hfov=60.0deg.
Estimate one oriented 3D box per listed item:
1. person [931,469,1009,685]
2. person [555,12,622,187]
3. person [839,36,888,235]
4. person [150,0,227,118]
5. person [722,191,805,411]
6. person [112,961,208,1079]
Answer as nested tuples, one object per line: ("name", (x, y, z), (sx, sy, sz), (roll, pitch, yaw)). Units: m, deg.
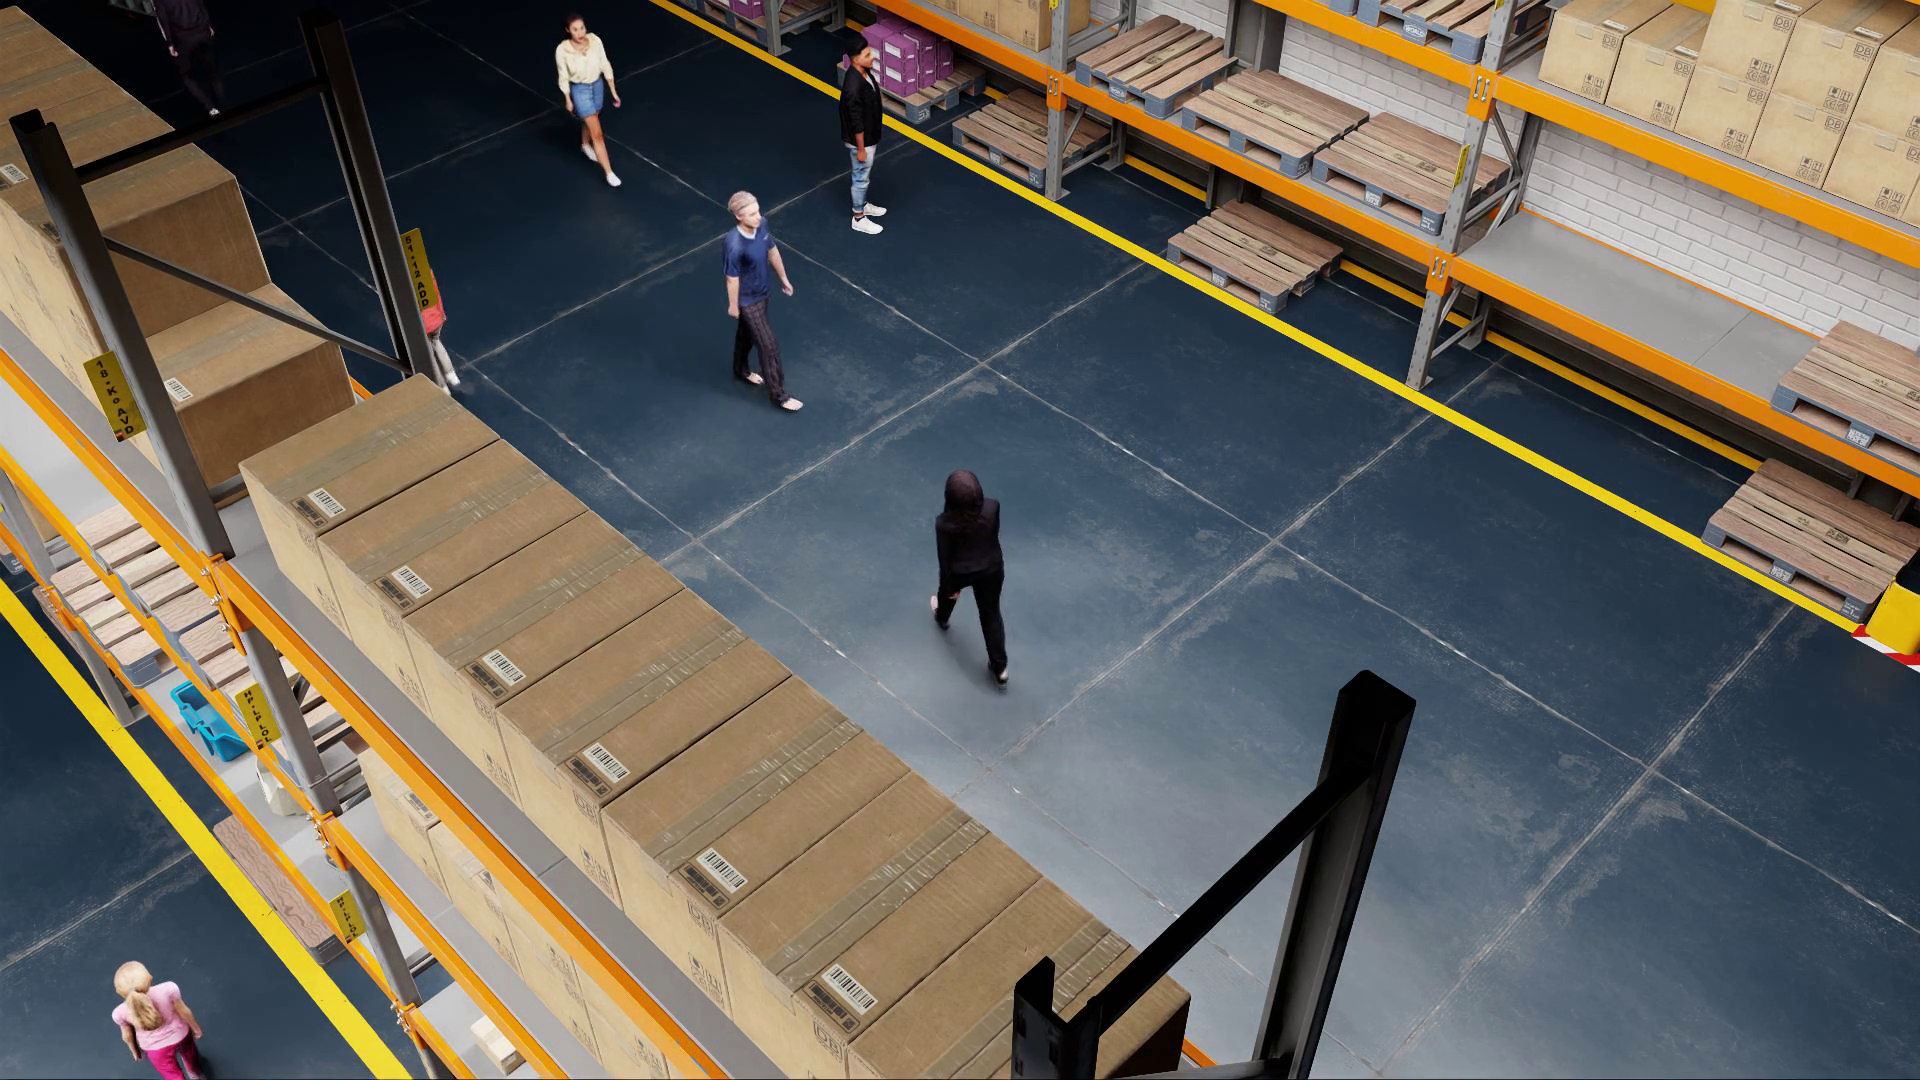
("person", (0.121, 0.252, 10.802), (0.934, 1.569, 1.225), (-17, 46, -17))
("person", (-3.470, -4.143, 15.402), (0.734, 1.588, 1.136), (-27, 50, -26))
("person", (-0.878, -3.593, 14.661), (0.822, 1.813, 0.787), (4, 44, 4))
("person", (-7.267, -4.733, 15.848), (0.785, 1.826, 0.719), (30, 51, 27))
("person", (-1.689, -1.914, 12.878), (1.096, 1.841, 0.902), (16, 46, 16))
("person", (-4.075, 2.605, 8.560), (0.564, 1.254, 0.889), (-28, 50, -26))
